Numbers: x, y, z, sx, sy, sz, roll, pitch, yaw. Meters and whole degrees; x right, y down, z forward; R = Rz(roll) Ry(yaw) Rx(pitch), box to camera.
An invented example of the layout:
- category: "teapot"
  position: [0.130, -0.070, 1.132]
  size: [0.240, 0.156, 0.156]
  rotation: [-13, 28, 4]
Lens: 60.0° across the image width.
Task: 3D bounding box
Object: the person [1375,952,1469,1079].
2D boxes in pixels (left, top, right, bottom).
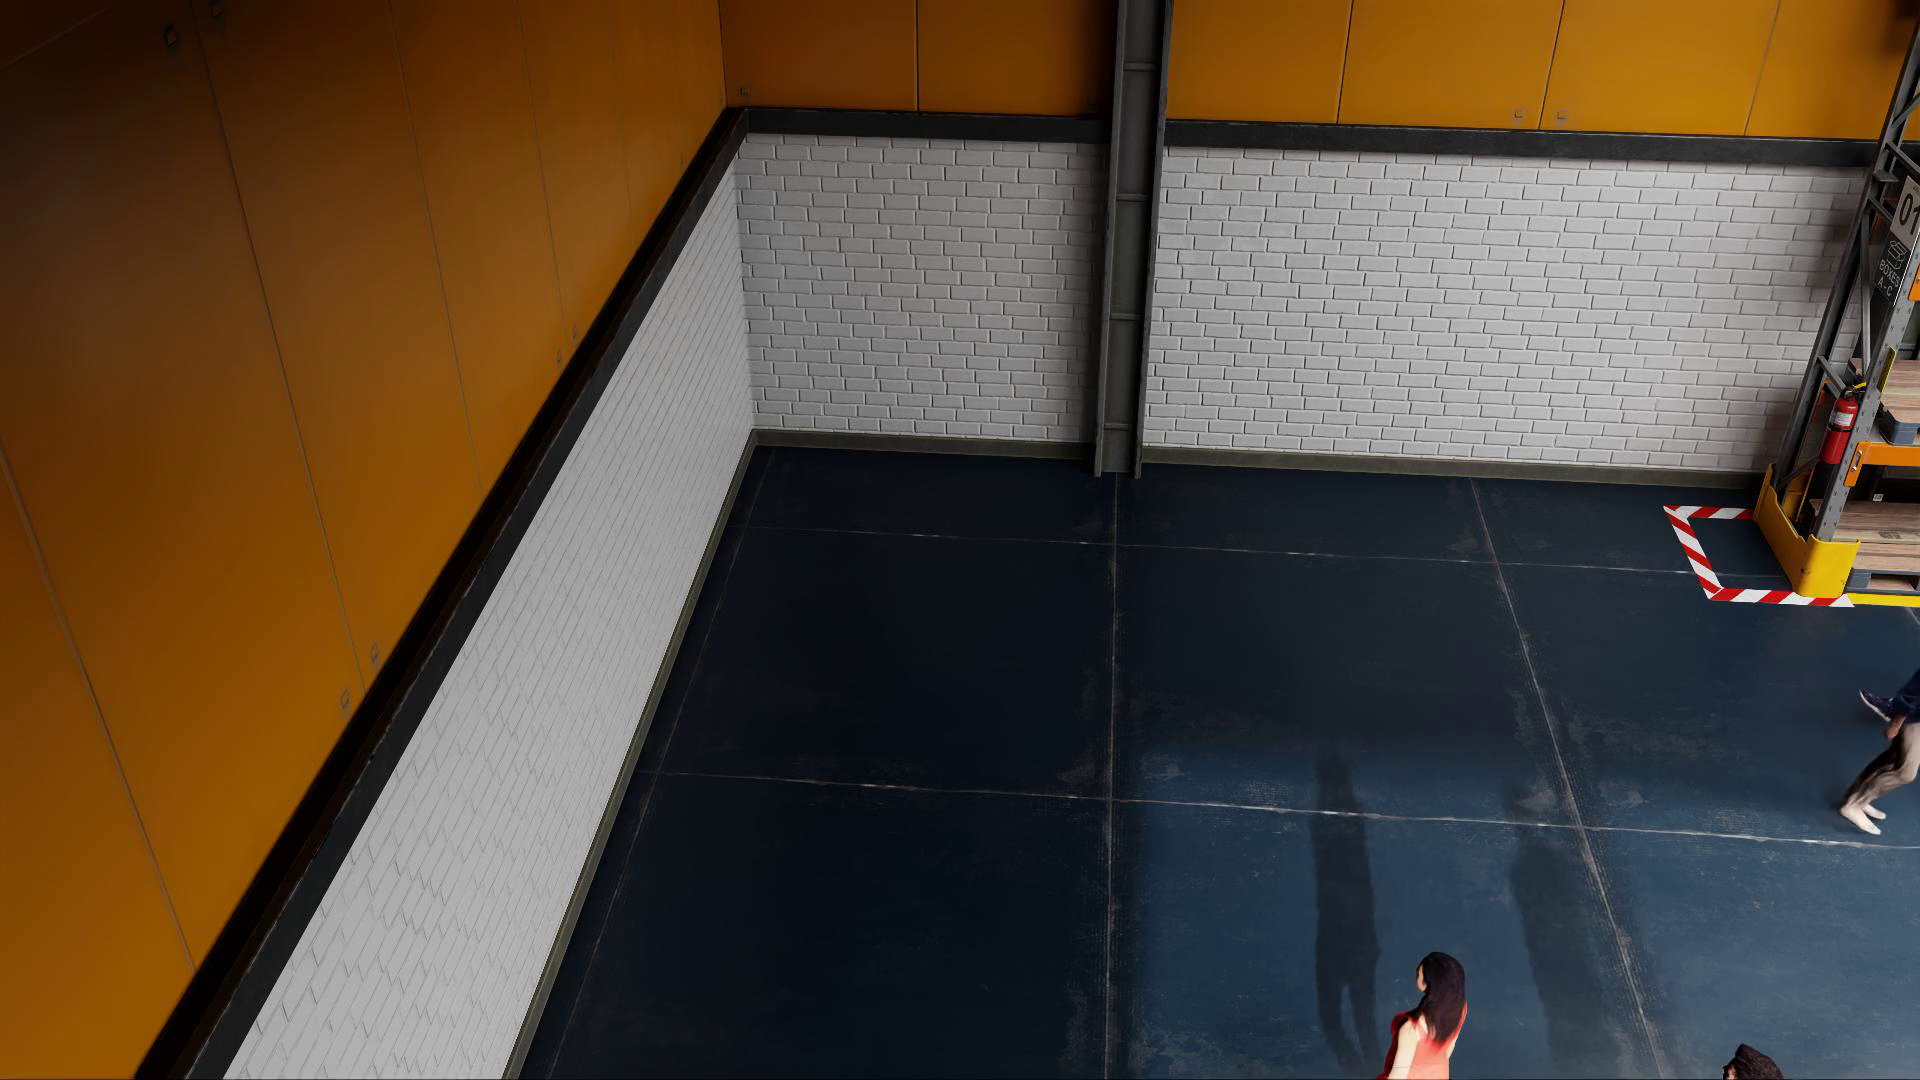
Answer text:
- category: "person"
  position: [2.184, 2.643, 7.848]
  size: [0.761, 1.709, 0.829]
  rotation: [-20, 38, -27]

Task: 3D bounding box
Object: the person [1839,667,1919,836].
- category: "person"
  position: [5.808, 1.091, 10.224]
  size: [0.778, 1.662, 0.832]
  rotation: [-20, 38, -27]
